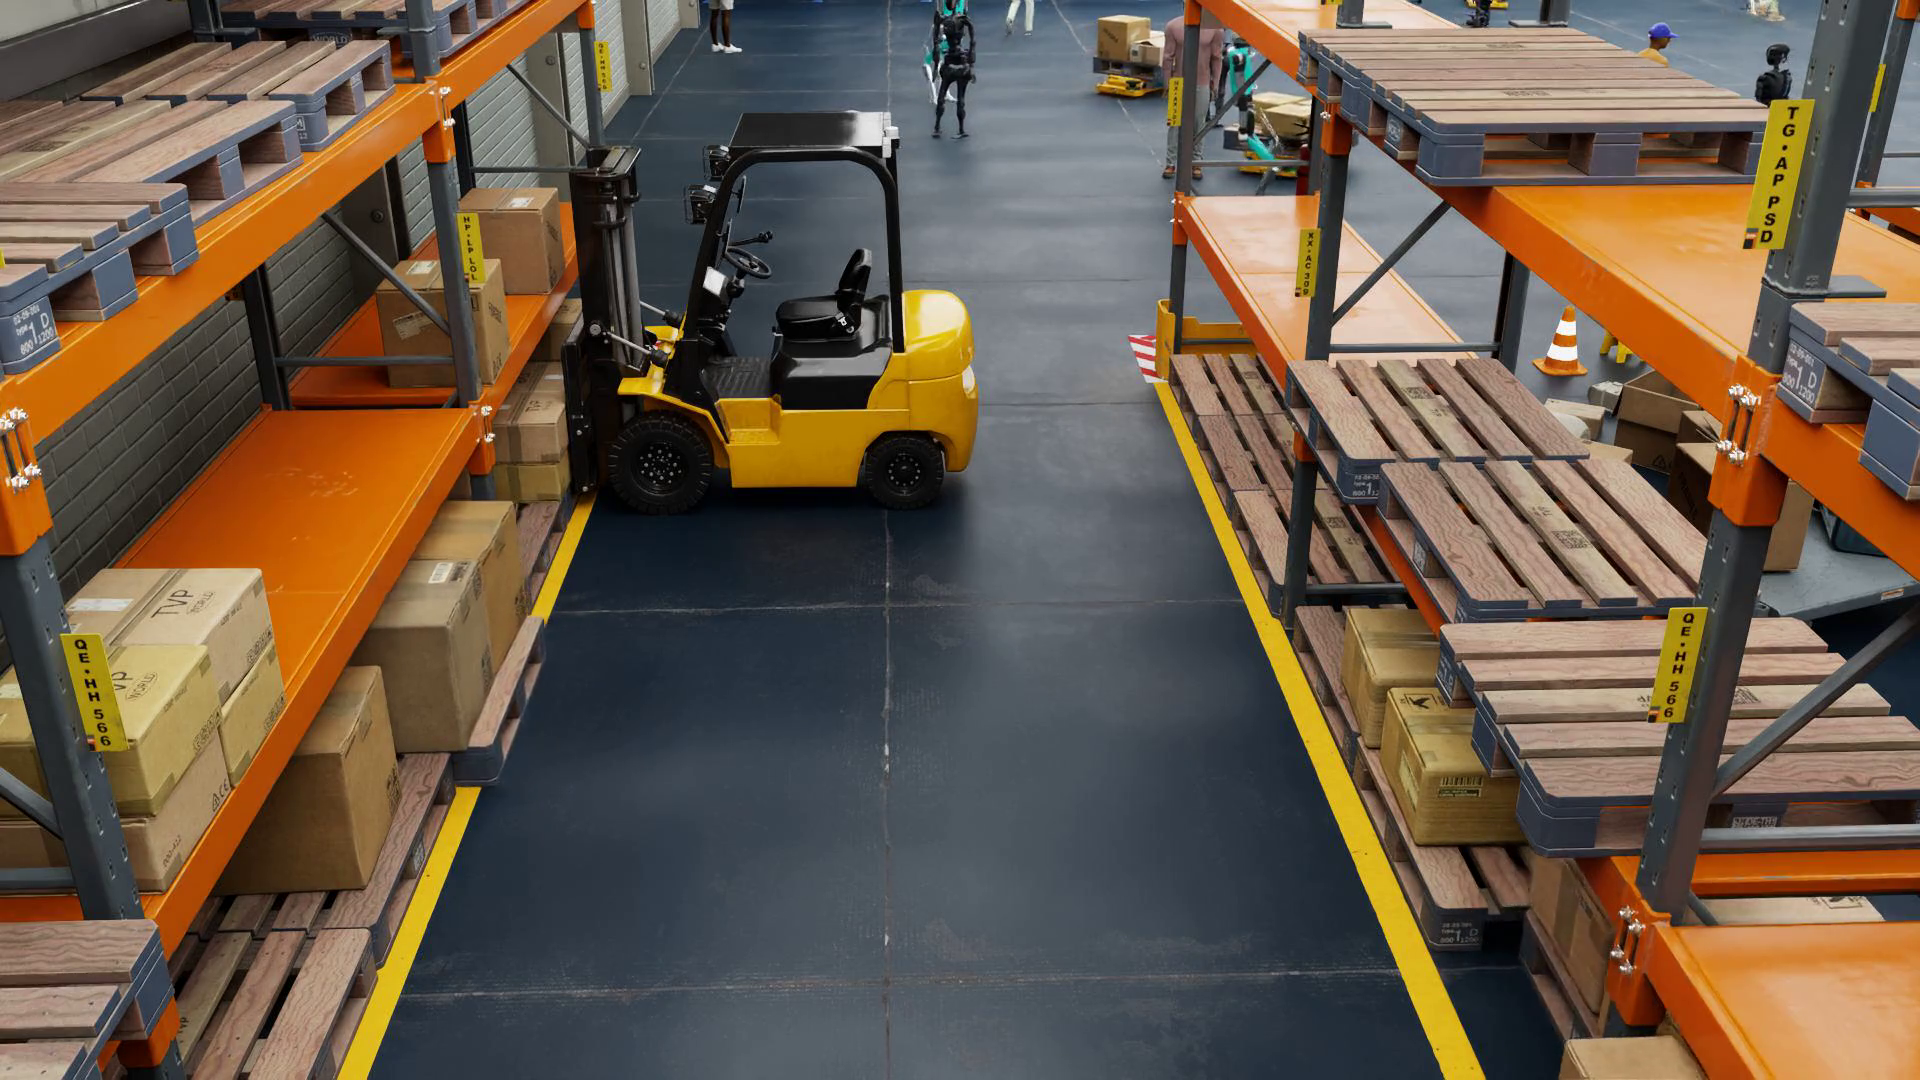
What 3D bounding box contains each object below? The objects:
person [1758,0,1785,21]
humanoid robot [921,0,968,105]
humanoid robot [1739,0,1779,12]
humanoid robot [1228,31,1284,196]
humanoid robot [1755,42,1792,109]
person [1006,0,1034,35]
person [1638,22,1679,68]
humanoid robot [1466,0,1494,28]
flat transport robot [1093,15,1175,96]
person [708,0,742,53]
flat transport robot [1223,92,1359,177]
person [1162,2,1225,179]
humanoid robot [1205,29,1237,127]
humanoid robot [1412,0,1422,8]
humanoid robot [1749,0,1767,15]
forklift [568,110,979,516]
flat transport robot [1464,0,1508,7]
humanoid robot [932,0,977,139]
[{"bbox_3d":[13.752,-9.634,27.838,0.602,1.872,0.539,-8,26,-16],"label":"person"},{"bbox_3d":[-0.244,-6.466,21.263,0.530,1.774,0.703,-22,33,-38],"label":"humanoid robot"},{"bbox_3d":[14.129,-10.089,29.059,0.599,1.640,0.622,-1,25,-3],"label":"humanoid robot"},{"bbox_3d":[2.913,-4.022,16.116,0.704,1.792,0.547,4,26,8],"label":"humanoid robot"},{"bbox_3d":[7.816,-3.993,16.162,0.610,1.624,0.807,-16,30,-30],"label":"humanoid robot"},{"bbox_3d":[0.990,-8.914,26.467,0.564,1.725,0.652,10,27,20],"label":"person"},{"bbox_3d":[6.918,-4.331,16.781,0.365,1.715,0.448,-10,27,-21],"label":"person"},{"bbox_3d":[6.897,-6.901,22.296,0.624,1.636,0.603,15,29,29],"label":"humanoid robot"},{"bbox_3d":[2.530,-6.195,22.424,0.659,0.231,1.431,22,33,39],"label":"flat transport robot"},{"bbox_3d":[-3.607,-8.302,24.977,0.546,1.898,0.370,20,32,35],"label":"person"},{"bbox_3d":[3.625,-4.227,18.255,0.659,0.231,1.431,14,29,28],"label":"flat transport robot"},{"bbox_3d":[2.430,-4.781,17.477,0.627,1.939,0.374,4,26,8],"label":"person"},{"bbox_3d":[3.098,-5.858,20.077,0.585,1.641,0.606,14,29,27],"label":"humanoid robot"},{"bbox_3d":[8.011,-10.069,29.001,0.592,1.632,0.493,14,29,27],"label":"humanoid robot"},{"bbox_3d":[13.922,-10.007,28.768,0.537,1.789,0.676,-8,26,-16],"label":"humanoid robot"},{"bbox_3d":[-1.043,-1.379,9.976,2.313,2.155,1.214,-1,25,-2],"label":"forklift"},{"bbox_3d":[9.517,-9.854,30.171,0.659,0.231,1.431,4,26,9],"label":"flat transport robot"},{"bbox_3d":[-0.065,-5.494,19.290,0.612,1.653,0.414,15,29,29],"label":"humanoid robot"}]
